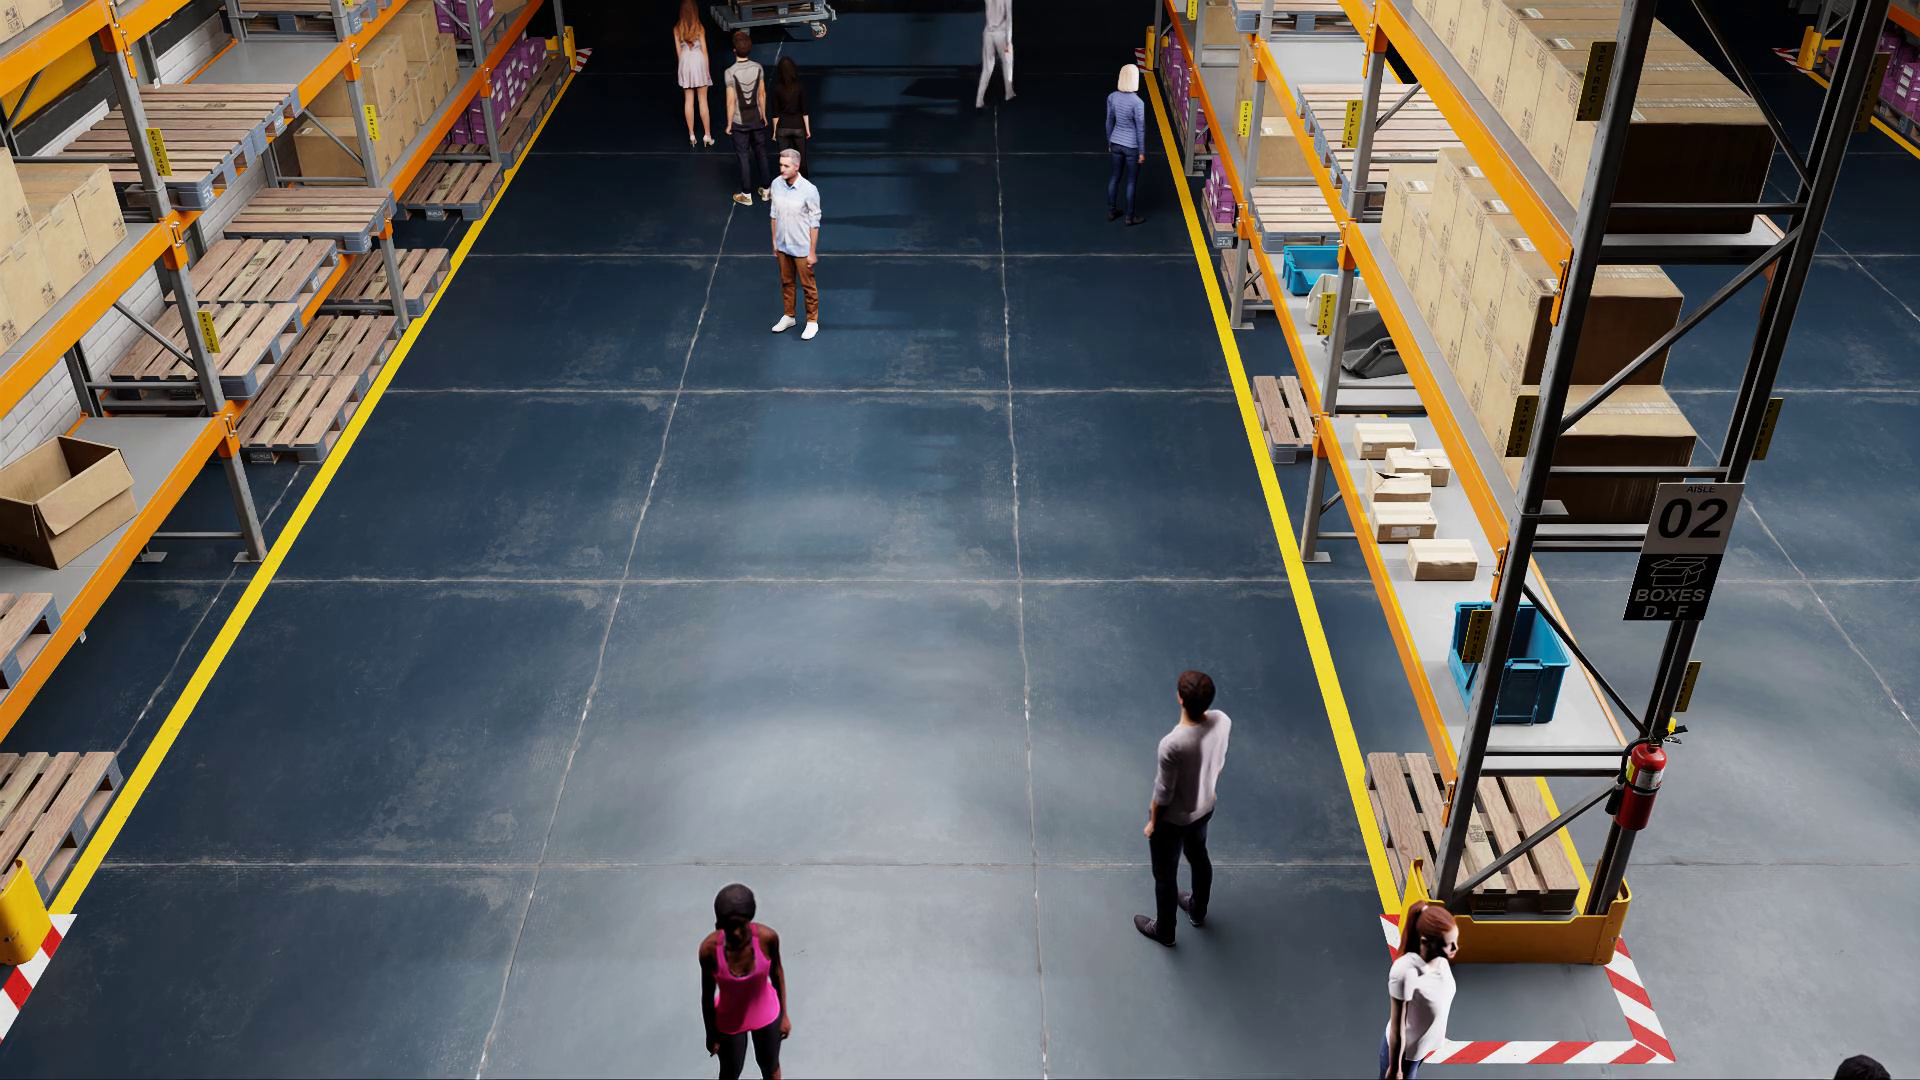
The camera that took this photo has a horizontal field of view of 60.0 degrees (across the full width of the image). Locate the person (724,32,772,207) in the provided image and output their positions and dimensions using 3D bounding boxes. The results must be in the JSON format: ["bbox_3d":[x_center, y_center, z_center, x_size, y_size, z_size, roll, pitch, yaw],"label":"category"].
[{"bbox_3d":[-2.337,-4.634,18.305,0.735,1.897,0.745,-19,38,-26],"label":"person"}]

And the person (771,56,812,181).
[{"bbox_3d":[-1.865,-4.524,18.369,0.599,1.642,0.546,-5,34,-8],"label":"person"}]

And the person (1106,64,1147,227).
[{"bbox_3d":[1.782,-4.246,17.857,0.718,1.745,0.767,27,42,34],"label":"person"}]

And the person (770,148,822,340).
[{"bbox_3d":[-1.545,-2.798,15.605,0.765,1.828,0.750,16,37,23],"label":"person"}]

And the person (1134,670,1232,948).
[{"bbox_3d":[1.236,1.472,9.167,0.734,1.843,0.758,-23,40,-31],"label":"person"}]

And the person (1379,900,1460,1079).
[{"bbox_3d":[2.112,2.374,7.904,0.710,1.739,0.623,20,39,28],"label":"person"}]

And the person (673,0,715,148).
[{"bbox_3d":[-3.175,-5.568,19.825,0.590,1.769,0.607,4,34,6],"label":"person"}]

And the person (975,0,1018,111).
[{"bbox_3d":[0.408,-6.257,20.892,0.933,1.736,1.175,17,37,24],"label":"person"}]

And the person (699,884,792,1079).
[{"bbox_3d":[-1.028,2.300,8.029,0.629,1.723,0.628,-9,35,-13],"label":"person"}]
